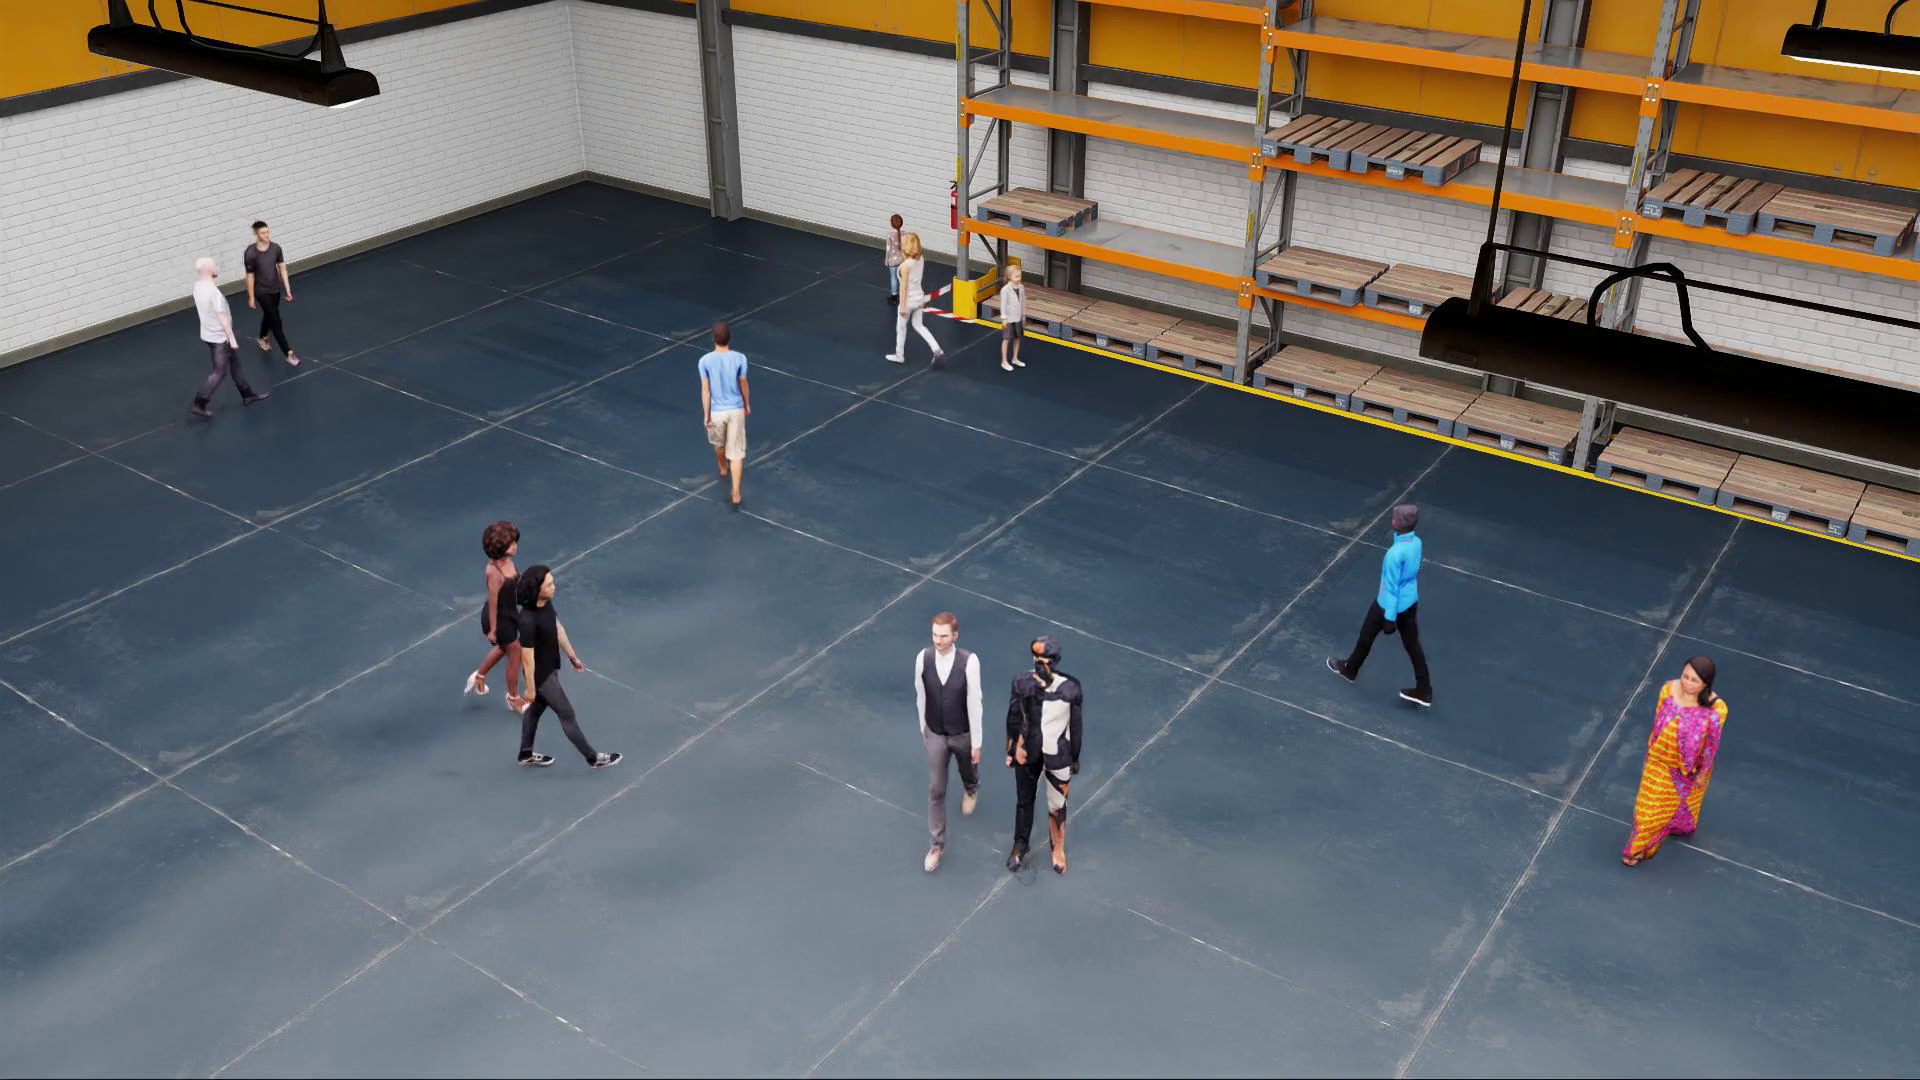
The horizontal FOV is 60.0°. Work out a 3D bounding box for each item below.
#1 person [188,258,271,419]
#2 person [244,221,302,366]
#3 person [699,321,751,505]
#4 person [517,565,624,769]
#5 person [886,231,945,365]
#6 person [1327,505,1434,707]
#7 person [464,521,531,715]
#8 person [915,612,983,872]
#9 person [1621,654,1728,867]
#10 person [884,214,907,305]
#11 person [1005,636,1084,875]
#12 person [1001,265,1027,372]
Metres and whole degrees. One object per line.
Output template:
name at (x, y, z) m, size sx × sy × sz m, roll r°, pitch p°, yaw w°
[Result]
person at (-8.327, -2.215, 18.469) m, size 0.942 × 1.805 × 1.179 m, roll -25°, pitch 37°, yaw -38°
person at (-8.360, -2.980, 19.965) m, size 1.154 × 1.715 × 0.656 m, roll 19°, pitch 34°, yaw 31°
person at (-2.330, -1.238, 16.666) m, size 1.207 × 1.816 × 1.247 m, roll -4°, pitch 29°, yaw -7°
person at (-3.251, 0.982, 12.614) m, size 1.156 × 1.799 × 1.028 m, roll -1°, pitch 29°, yaw -2°
person at (-0.517, -2.836, 19.773) m, size 0.984 × 1.646 × 0.613 m, roll 18°, pitch 33°, yaw 29°
person at (3.615, 0.567, 13.431) m, size 1.218 × 1.745 × 0.760 m, roll 25°, pitch 37°, yaw 37°
person at (-3.725, 0.639, 13.287) m, size 0.975 × 1.756 × 0.862 m, roll -2°, pitch 29°, yaw -3°
person at (-0.027, 1.324, 11.871) m, size 1.222 × 1.910 × 1.020 m, roll 6°, pitch 29°, yaw 11°
person at (5.158, 1.498, 11.798) m, size 1.116 × 1.675 × 0.786 m, roll 24°, pitch 37°, yaw 37°
person at (-0.827, -3.690, 21.812) m, size 0.556 × 1.193 × 0.576 m, roll -13°, pitch 31°, yaw -23°
person at (0.586, 1.487, 11.593) m, size 0.693 × 1.890 × 0.831 m, roll 4°, pitch 29°, yaw 8°
person at (0.618, -2.671, 19.857) m, size 0.577 × 1.276 × 0.607 m, roll -18°, pitch 33°, yaw -29°
